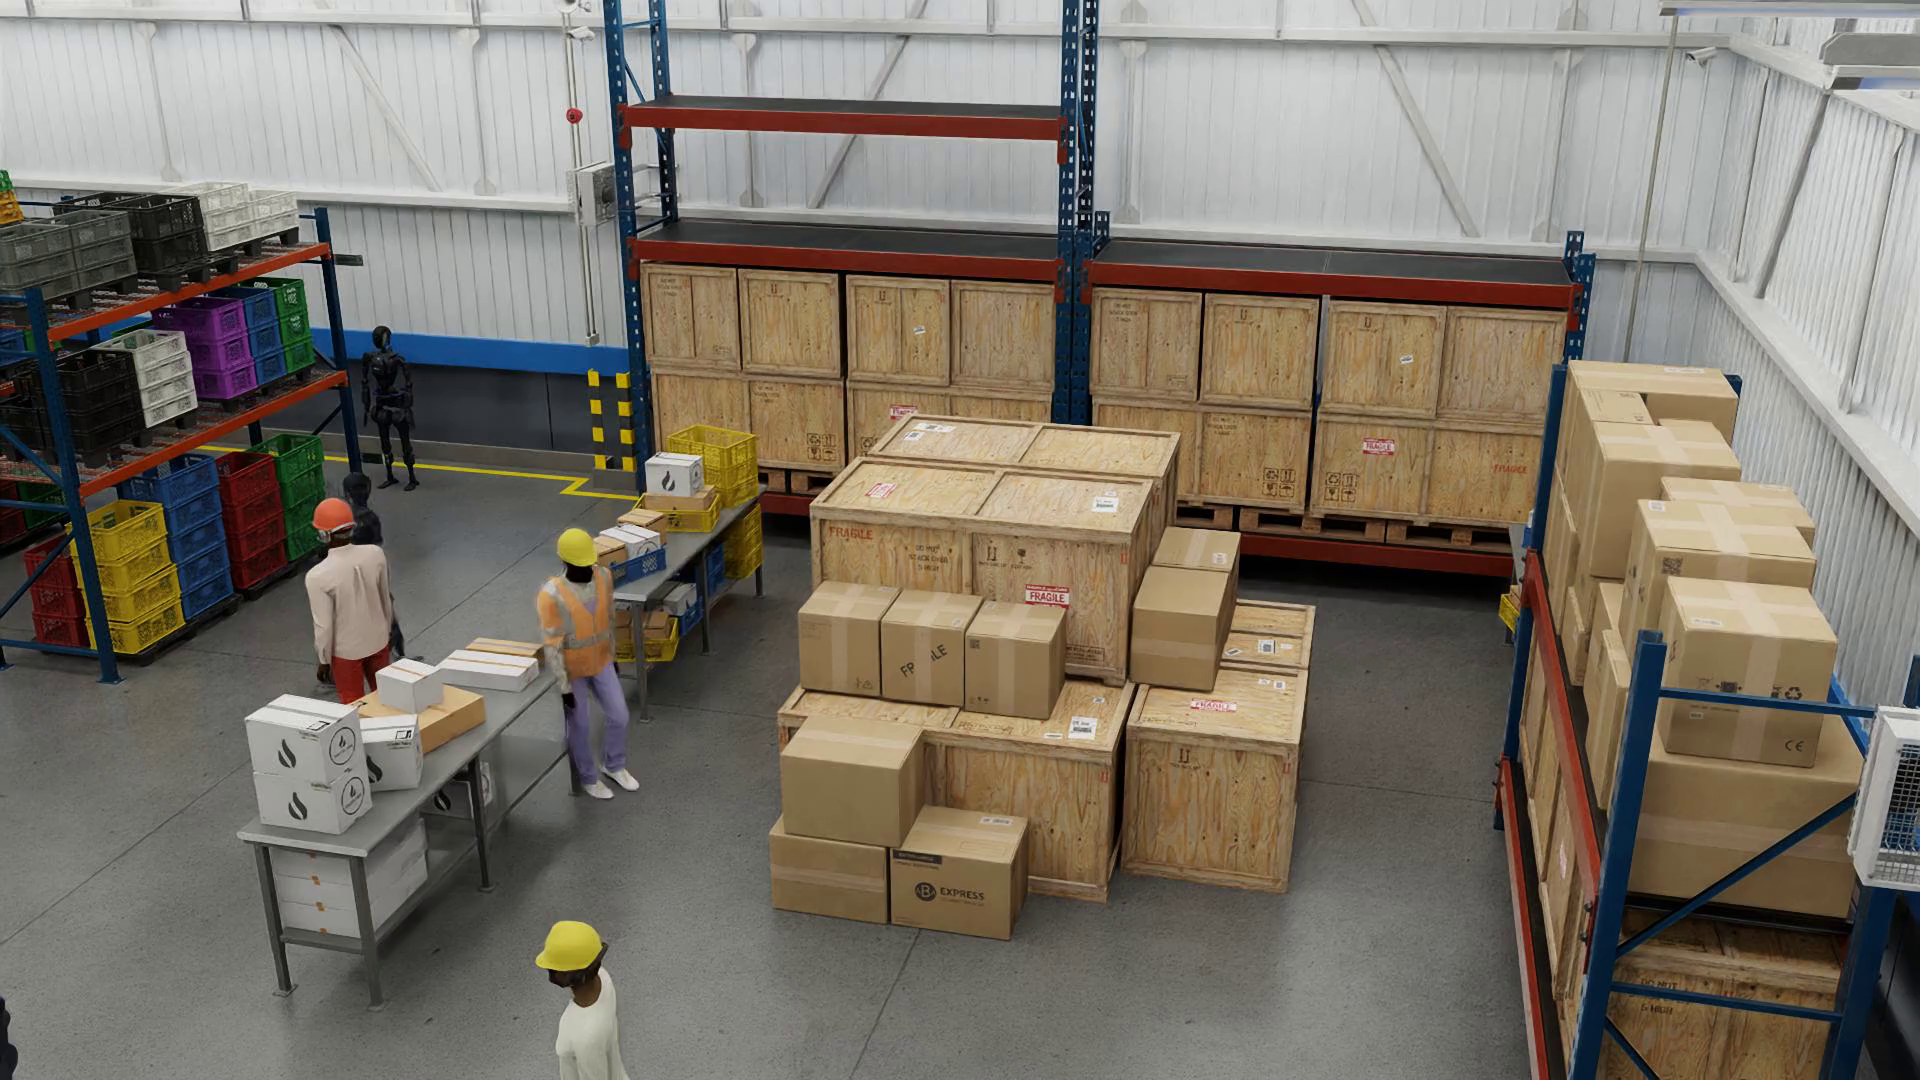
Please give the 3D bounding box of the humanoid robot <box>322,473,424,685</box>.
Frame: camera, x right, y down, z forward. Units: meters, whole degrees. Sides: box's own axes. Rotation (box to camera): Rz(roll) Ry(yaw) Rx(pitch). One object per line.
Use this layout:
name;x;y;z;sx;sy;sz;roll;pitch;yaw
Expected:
humanoid robot;-4.462;0.311;12.363;0.599;1.646;0.774;13;24;30

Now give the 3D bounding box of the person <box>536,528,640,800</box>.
person;-2.365;0.817;10.615;0.530;1.907;0.594;18;27;38

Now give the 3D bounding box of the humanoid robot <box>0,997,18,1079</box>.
humanoid robot;-4.372;2.213;7.263;0.586;1.657;0.331;5;21;13

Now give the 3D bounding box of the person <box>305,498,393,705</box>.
person;-3.957;0.679;10.855;0.389;1.995;0.610;12;24;28

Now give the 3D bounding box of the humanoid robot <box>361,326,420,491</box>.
humanoid robot;-5.650;-1.304;16.461;0.586;1.660;0.331;5;21;13

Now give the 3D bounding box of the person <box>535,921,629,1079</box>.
person;-1.516;2.333;6.842;0.324;1.766;0.532;-3;21;-8
